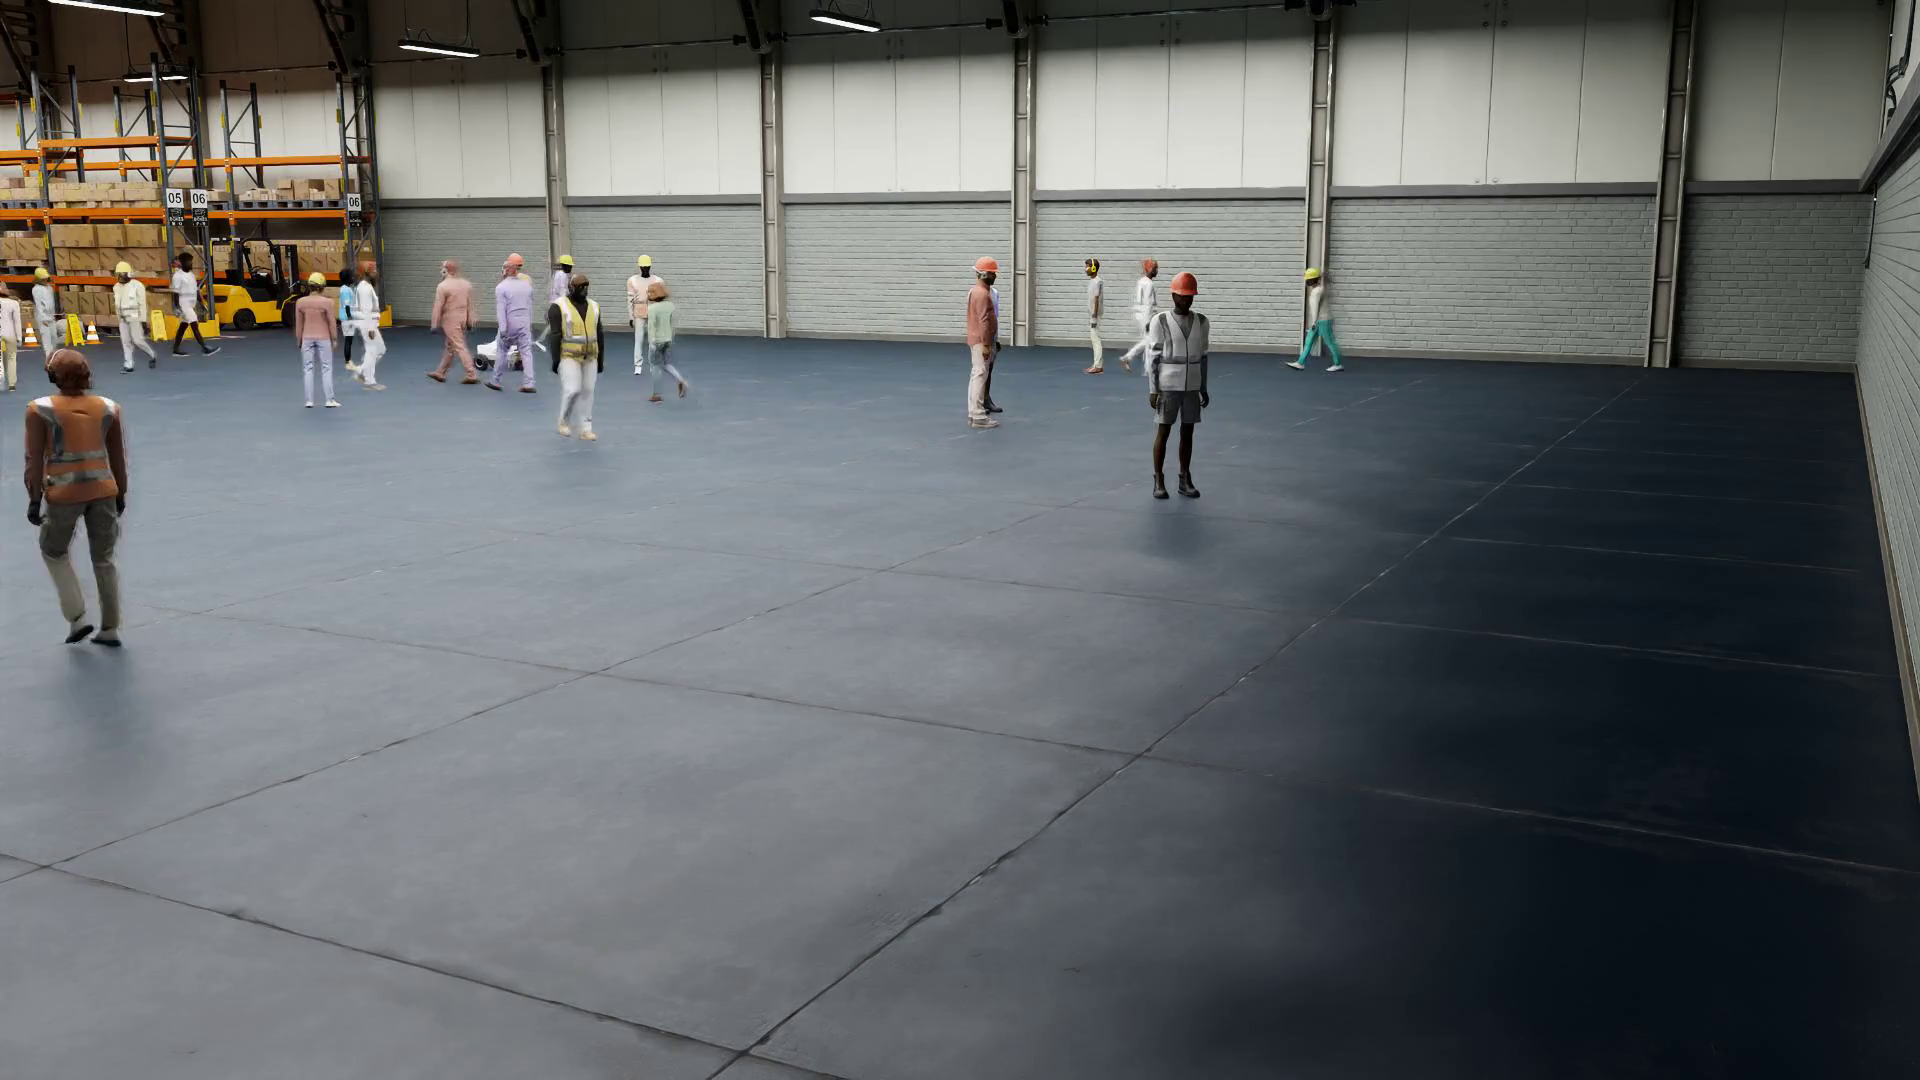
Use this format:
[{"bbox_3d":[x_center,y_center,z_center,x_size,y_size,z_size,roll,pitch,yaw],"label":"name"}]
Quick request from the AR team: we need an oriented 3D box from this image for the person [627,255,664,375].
[{"bbox_3d":[-5.062,-3.636,26.883,0.589,1.927,0.388,-3,11,-17],"label":"person"}]

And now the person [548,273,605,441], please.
[{"bbox_3d":[-4.162,-1.989,18.169,0.650,1.827,0.433,-10,14,-42],"label":"person"}]

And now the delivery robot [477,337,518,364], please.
[{"bbox_3d":[-7.660,-3.140,27.668,0.707,0.478,0.477,4,11,20],"label":"delivery robot"}]

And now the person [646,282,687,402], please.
[{"bbox_3d":[-3.982,-2.653,22.355,0.515,1.616,0.516,6,12,31],"label":"person"}]

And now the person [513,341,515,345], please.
[{"bbox_3d":[-8.902,-4.615,33.019,0.266,1.631,0.507,1,10,6],"label":"person"}]

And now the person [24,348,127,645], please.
[{"bbox_3d":[-4.786,-0.221,9.045,0.377,1.626,0.560,8,13,37],"label":"person"}]

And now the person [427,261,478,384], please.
[{"bbox_3d":[-7.737,-3.291,25.198,1.013,1.848,0.672,4,11,20],"label":"person"}]

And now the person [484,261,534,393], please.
[{"bbox_3d":[-6.463,-3.050,23.864,0.984,1.859,0.645,9,14,41],"label":"person"}]

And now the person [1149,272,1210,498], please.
[{"bbox_3d":[1.883,-1.314,14.200,0.552,1.932,0.377,-3,11,-16],"label":"person"}]

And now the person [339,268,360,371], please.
[{"bbox_3d":[-10.129,-3.652,27.588,0.316,1.700,0.541,-4,11,-19],"label":"person"}]

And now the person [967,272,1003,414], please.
[{"bbox_3d":[0.330,-2.556,20.963,0.353,1.939,0.544,7,13,35],"label":"person"}]

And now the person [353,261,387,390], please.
[{"bbox_3d":[-8.545,-3.098,24.096,0.417,1.870,0.598,-3,11,-15],"label":"person"}]

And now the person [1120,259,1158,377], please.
[{"bbox_3d":[2.912,-3.522,26.422,0.574,1.870,0.592,-1,10,-6],"label":"person"}]

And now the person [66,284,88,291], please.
[{"bbox_3d":[-21.259,-6.148,40.267,0.688,2.000,0.536,-10,14,-44],"label":"person"}]

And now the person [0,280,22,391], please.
[{"bbox_3d":[-13.696,-2.911,23.786,0.510,1.607,0.694,-5,12,-26],"label":"person"}]

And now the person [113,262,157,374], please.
[{"bbox_3d":[-13.490,-3.625,27.120,0.607,1.817,0.617,3,11,15],"label":"person"}]

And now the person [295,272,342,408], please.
[{"bbox_3d":[-8.378,-2.596,21.699,0.551,1.755,0.345,0,10,2],"label":"person"}]

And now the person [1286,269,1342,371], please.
[{"bbox_3d":[5.897,-3.617,27.404,0.934,1.686,0.522,1,10,4],"label":"person"}]

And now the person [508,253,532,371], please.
[{"bbox_3d":[-7.347,-3.783,27.642,0.351,1.942,0.545,5,12,26],"label":"person"}]

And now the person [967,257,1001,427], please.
[{"bbox_3d":[0.279,-2.322,19.537,0.399,1.989,0.623,-1,10,-8],"label":"person"}]

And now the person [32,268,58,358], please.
[{"bbox_3d":[-15.449,-3.770,28.261,0.513,1.701,0.495,1,10,5],"label":"person"}]

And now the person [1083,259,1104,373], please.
[{"bbox_3d":[2.185,-3.647,27.135,0.311,1.861,0.506,0,10,-2],"label":"person"}]

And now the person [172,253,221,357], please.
[{"bbox_3d":[-14.173,-4.335,30.701,0.990,1.909,0.627,0,10,-1],"label":"person"}]

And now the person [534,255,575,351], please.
[{"bbox_3d":[-7.796,-4.585,32.227,0.963,1.876,0.637,-2,11,-11],"label":"person"}]
